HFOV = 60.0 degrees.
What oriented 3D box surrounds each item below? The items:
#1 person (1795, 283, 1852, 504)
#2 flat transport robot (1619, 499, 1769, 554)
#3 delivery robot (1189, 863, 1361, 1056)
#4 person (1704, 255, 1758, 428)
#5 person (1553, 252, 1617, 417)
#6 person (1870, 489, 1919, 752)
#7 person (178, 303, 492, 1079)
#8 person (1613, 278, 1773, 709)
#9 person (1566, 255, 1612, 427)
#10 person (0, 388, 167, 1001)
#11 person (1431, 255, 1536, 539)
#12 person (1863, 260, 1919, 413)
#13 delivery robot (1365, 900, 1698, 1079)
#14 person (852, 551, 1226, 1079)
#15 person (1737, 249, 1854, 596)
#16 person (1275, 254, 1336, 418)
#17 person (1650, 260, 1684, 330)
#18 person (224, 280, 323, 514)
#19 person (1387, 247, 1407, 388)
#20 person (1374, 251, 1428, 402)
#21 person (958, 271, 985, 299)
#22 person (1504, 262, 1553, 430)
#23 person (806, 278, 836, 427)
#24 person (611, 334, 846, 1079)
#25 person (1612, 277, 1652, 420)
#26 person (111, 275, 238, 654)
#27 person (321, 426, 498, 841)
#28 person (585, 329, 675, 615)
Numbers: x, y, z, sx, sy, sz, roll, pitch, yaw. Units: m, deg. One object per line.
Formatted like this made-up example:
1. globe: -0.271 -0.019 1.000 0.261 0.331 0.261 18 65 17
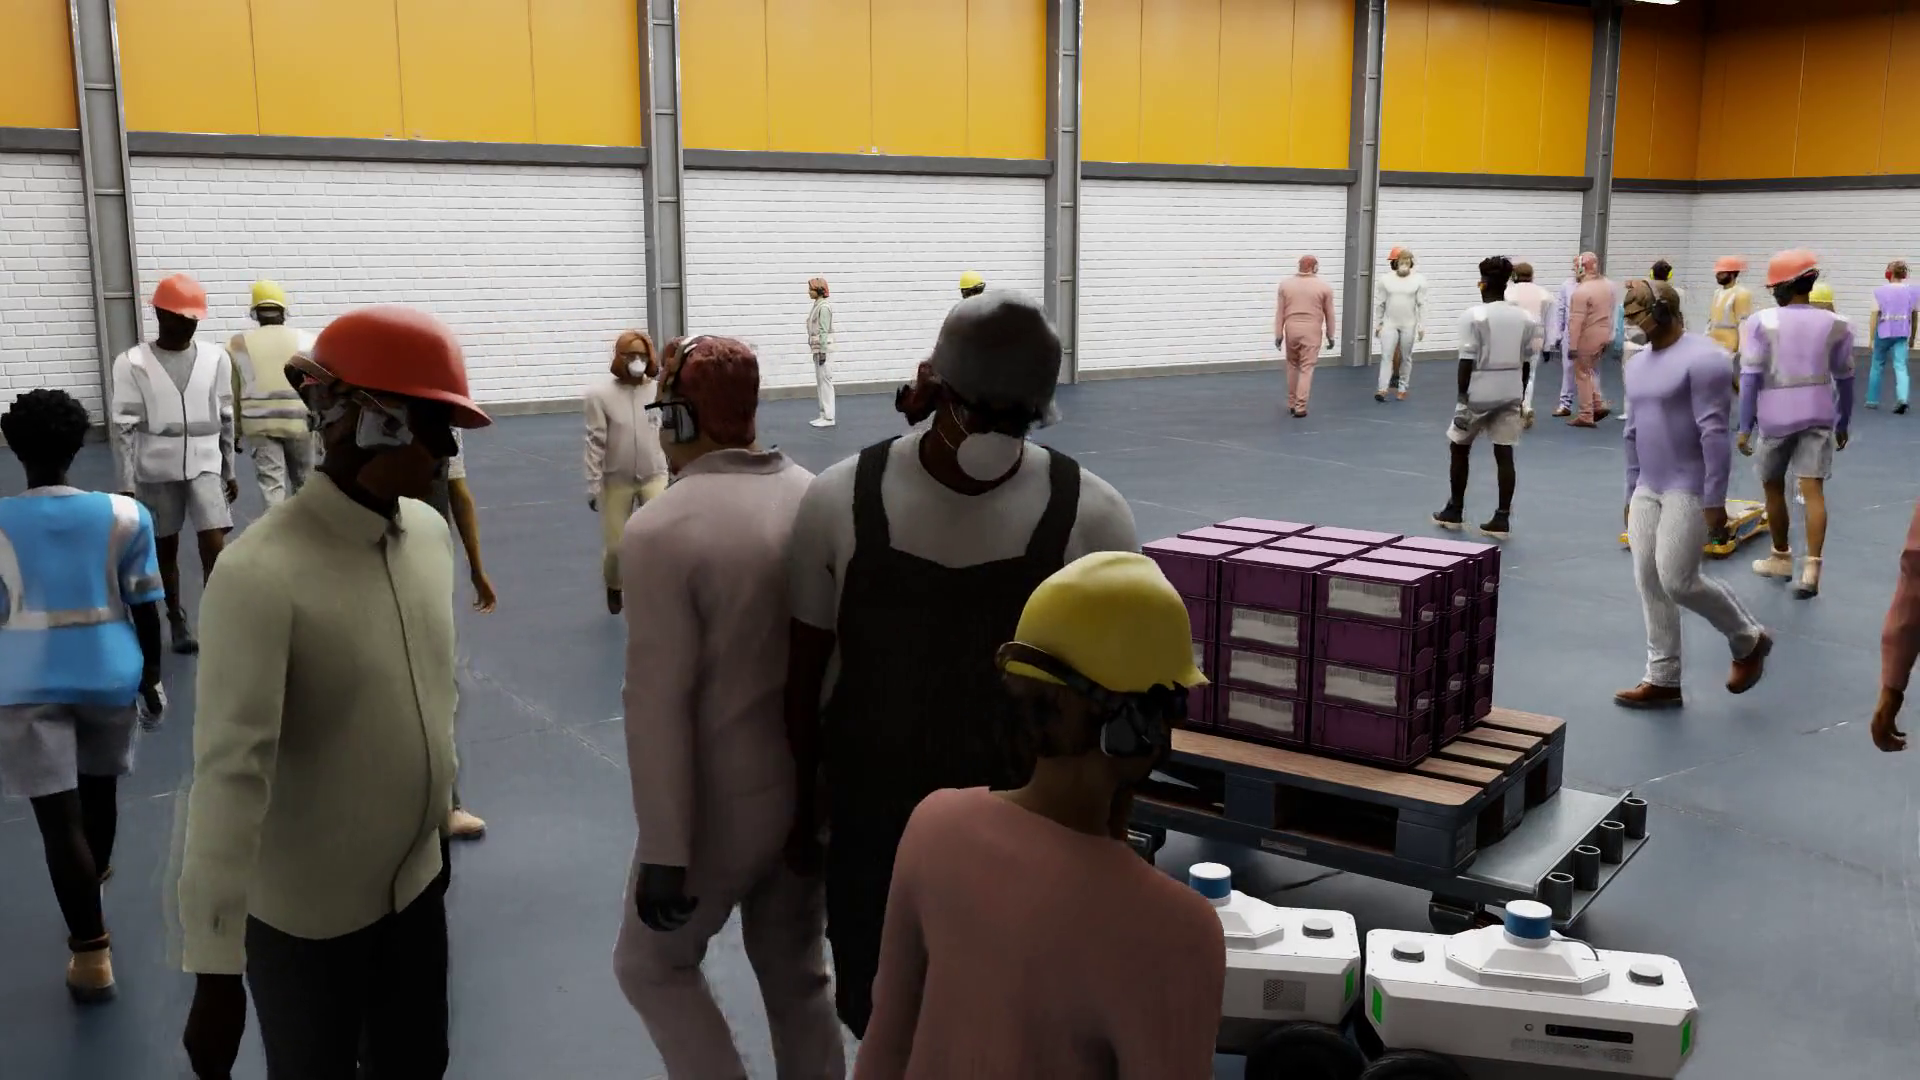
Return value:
1. person: 6.723 -1.170 13.184 0.512 1.697 0.866 3 11 14
2. flat transport robot: 5.087 -0.128 11.428 0.652 0.197 1.431 8 13 37
3. delivery robot: 0.601 1.030 4.046 0.707 0.478 0.477 2 11 9
4. person: 8.313 -2.131 17.984 0.991 1.901 0.555 -1 10 -4
5. person: 7.157 -2.347 19.114 0.652 1.904 0.402 8 13 37
6. person: 2.453 0.387 3.949 0.899 1.961 0.654 -5 12 -28
7. person: -1.060 0.598 2.818 0.459 1.972 0.775 3 11 16
8. person: 3.225 -0.199 7.365 0.629 1.896 0.683 -2 11 -11
9. person: 6.822 -2.160 18.149 0.669 1.882 0.414 -9 14 -42
10. person: -2.559 0.402 4.704 0.550 1.644 0.847 -9 14 -40
11. person: 3.650 -1.009 11.662 0.641 1.937 0.824 -3 11 -16
12. person: 11.098 -2.414 19.774 0.585 1.809 0.959 2 10 10
13. delivery robot: 1.293 1.072 3.817 0.707 0.478 0.477 2 11 13
14. person: 0.063 0.874 2.012 0.771 1.705 0.540 -7 13 -35
15. person: 4.926 -0.684 9.745 0.737 1.990 0.856 3 11 14
16. person: 4.044 -2.378 19.367 0.663 1.869 0.896 6 12 28
17. person: 7.976 -2.281 18.999 0.509 1.829 0.989 7 12 32
18. person: -4.283 -0.720 10.449 0.611 1.797 0.828 -4 11 -22
19. person: 6.036 -3.071 22.986 0.363 1.939 0.542 9 14 41
20. person: 5.511 -2.663 20.875 0.649 1.890 0.965 4 11 21
21. person: 0.133 -1.619 15.511 0.329 1.765 0.526 2 11 13
22. person: 6.047 -2.061 17.785 0.640 1.820 0.692 -2 11 -10
23. person: -1.523 -2.058 18.287 0.315 1.629 0.509 -3 11 -17
24. person: -0.452 0.528 3.418 0.473 1.882 0.712 7 12 32
25. person: 7.651 -2.152 18.798 0.531 1.625 0.363 -4 11 -22
26. person: -3.749 -0.318 8.038 0.579 1.879 0.979 -8 13 -36
27. person: -2.037 0.108 5.943 0.944 1.808 0.514 8 13 36
28. person: -1.700 -0.300 8.670 0.507 1.615 0.646 -4 11 -19
